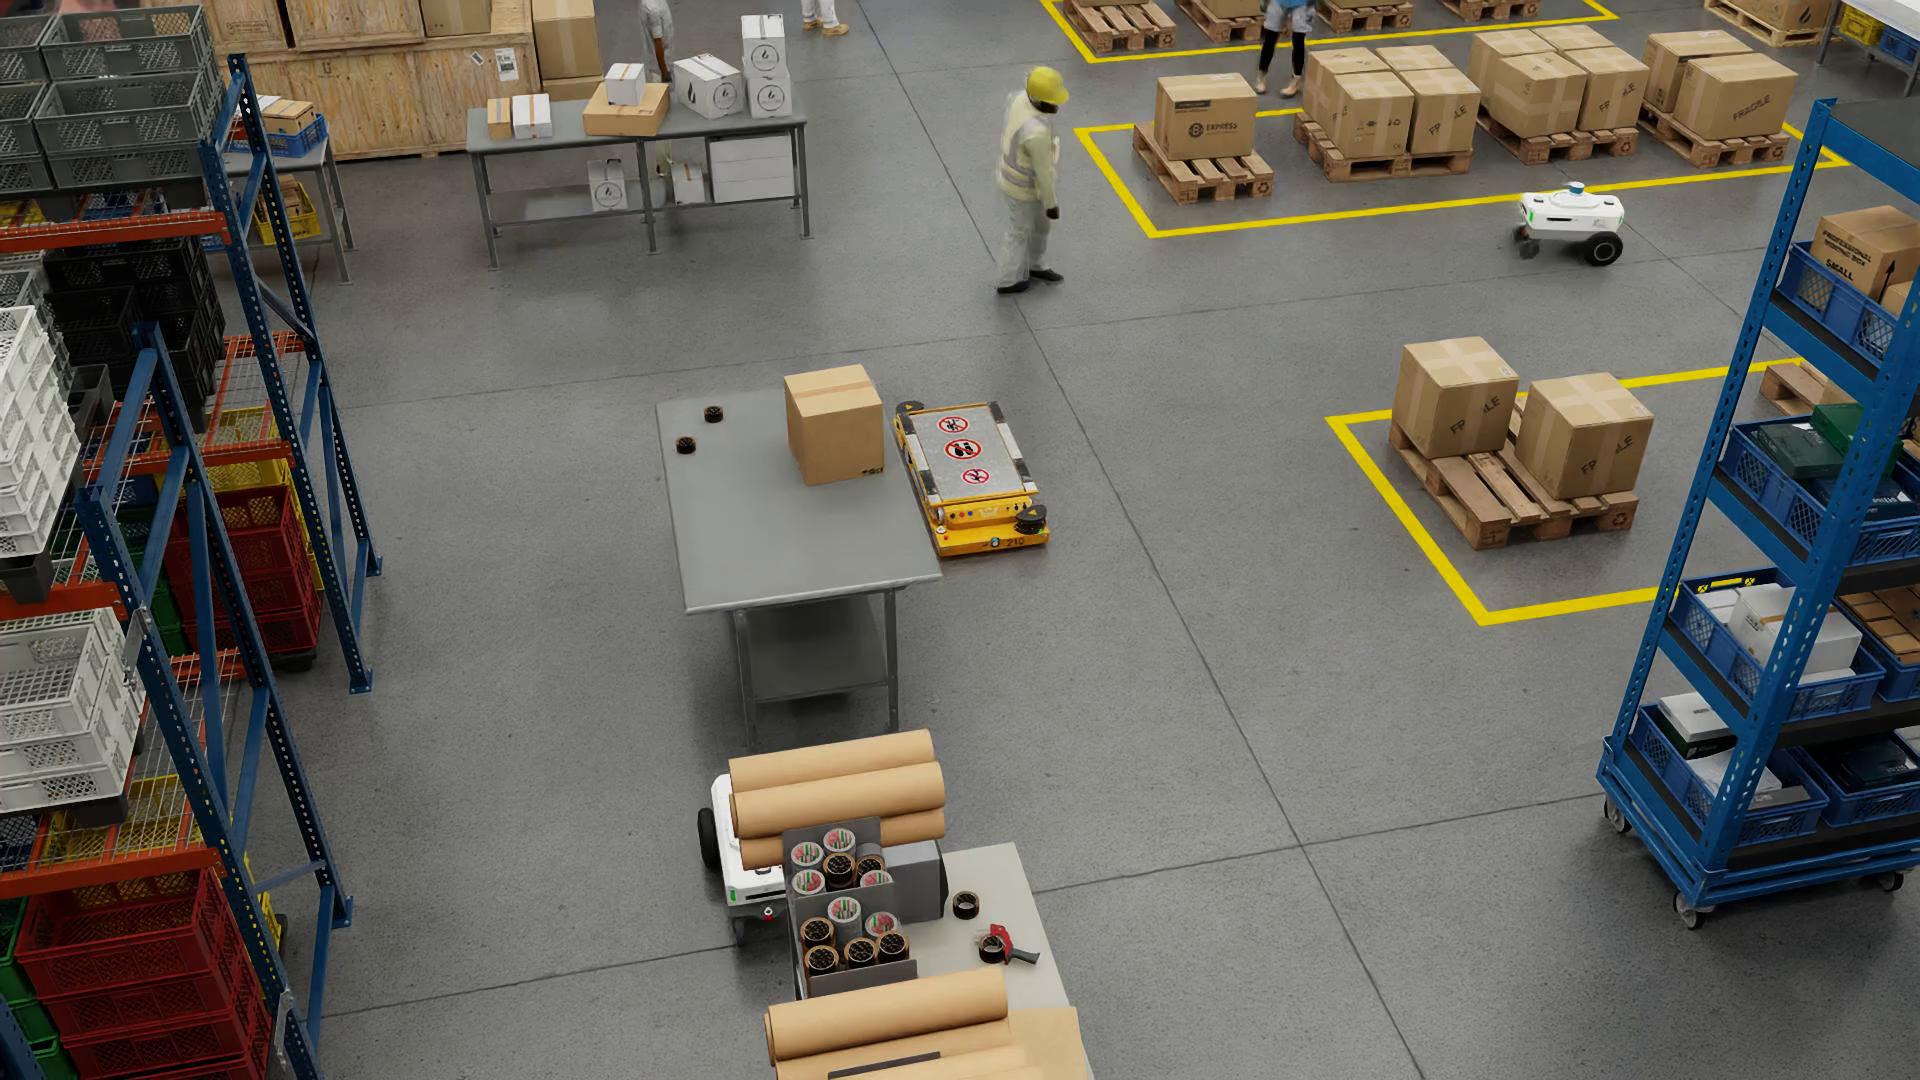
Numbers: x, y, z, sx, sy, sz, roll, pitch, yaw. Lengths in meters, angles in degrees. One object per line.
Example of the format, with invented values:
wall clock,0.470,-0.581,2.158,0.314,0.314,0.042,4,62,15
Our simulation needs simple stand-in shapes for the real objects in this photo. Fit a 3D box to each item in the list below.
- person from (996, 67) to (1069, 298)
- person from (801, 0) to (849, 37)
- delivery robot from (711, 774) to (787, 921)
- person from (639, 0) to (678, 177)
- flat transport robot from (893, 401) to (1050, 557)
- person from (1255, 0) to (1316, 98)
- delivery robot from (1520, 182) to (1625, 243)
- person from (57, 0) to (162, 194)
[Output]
person,0.537,-2.496,11.640,0.604,1.778,0.670,-2,37,-2
person,-1.369,-5.815,16.039,0.620,1.845,0.429,29,46,33
delivery robot,-0.905,1.343,7.414,0.477,0.478,0.707,-8,37,-10
person,-2.355,-3.743,13.233,0.309,1.868,0.534,-8,37,-10
flat transport robot,0.046,-0.430,10.108,0.652,0.197,1.431,-8,37,-10
person,2.921,-4.791,14.786,0.547,1.686,0.392,12,38,16
delivery robot,4.594,-2.452,12.514,0.707,0.478,0.477,3,37,4
person,-6.704,-3.597,13.030,0.482,1.876,0.722,2,37,3
